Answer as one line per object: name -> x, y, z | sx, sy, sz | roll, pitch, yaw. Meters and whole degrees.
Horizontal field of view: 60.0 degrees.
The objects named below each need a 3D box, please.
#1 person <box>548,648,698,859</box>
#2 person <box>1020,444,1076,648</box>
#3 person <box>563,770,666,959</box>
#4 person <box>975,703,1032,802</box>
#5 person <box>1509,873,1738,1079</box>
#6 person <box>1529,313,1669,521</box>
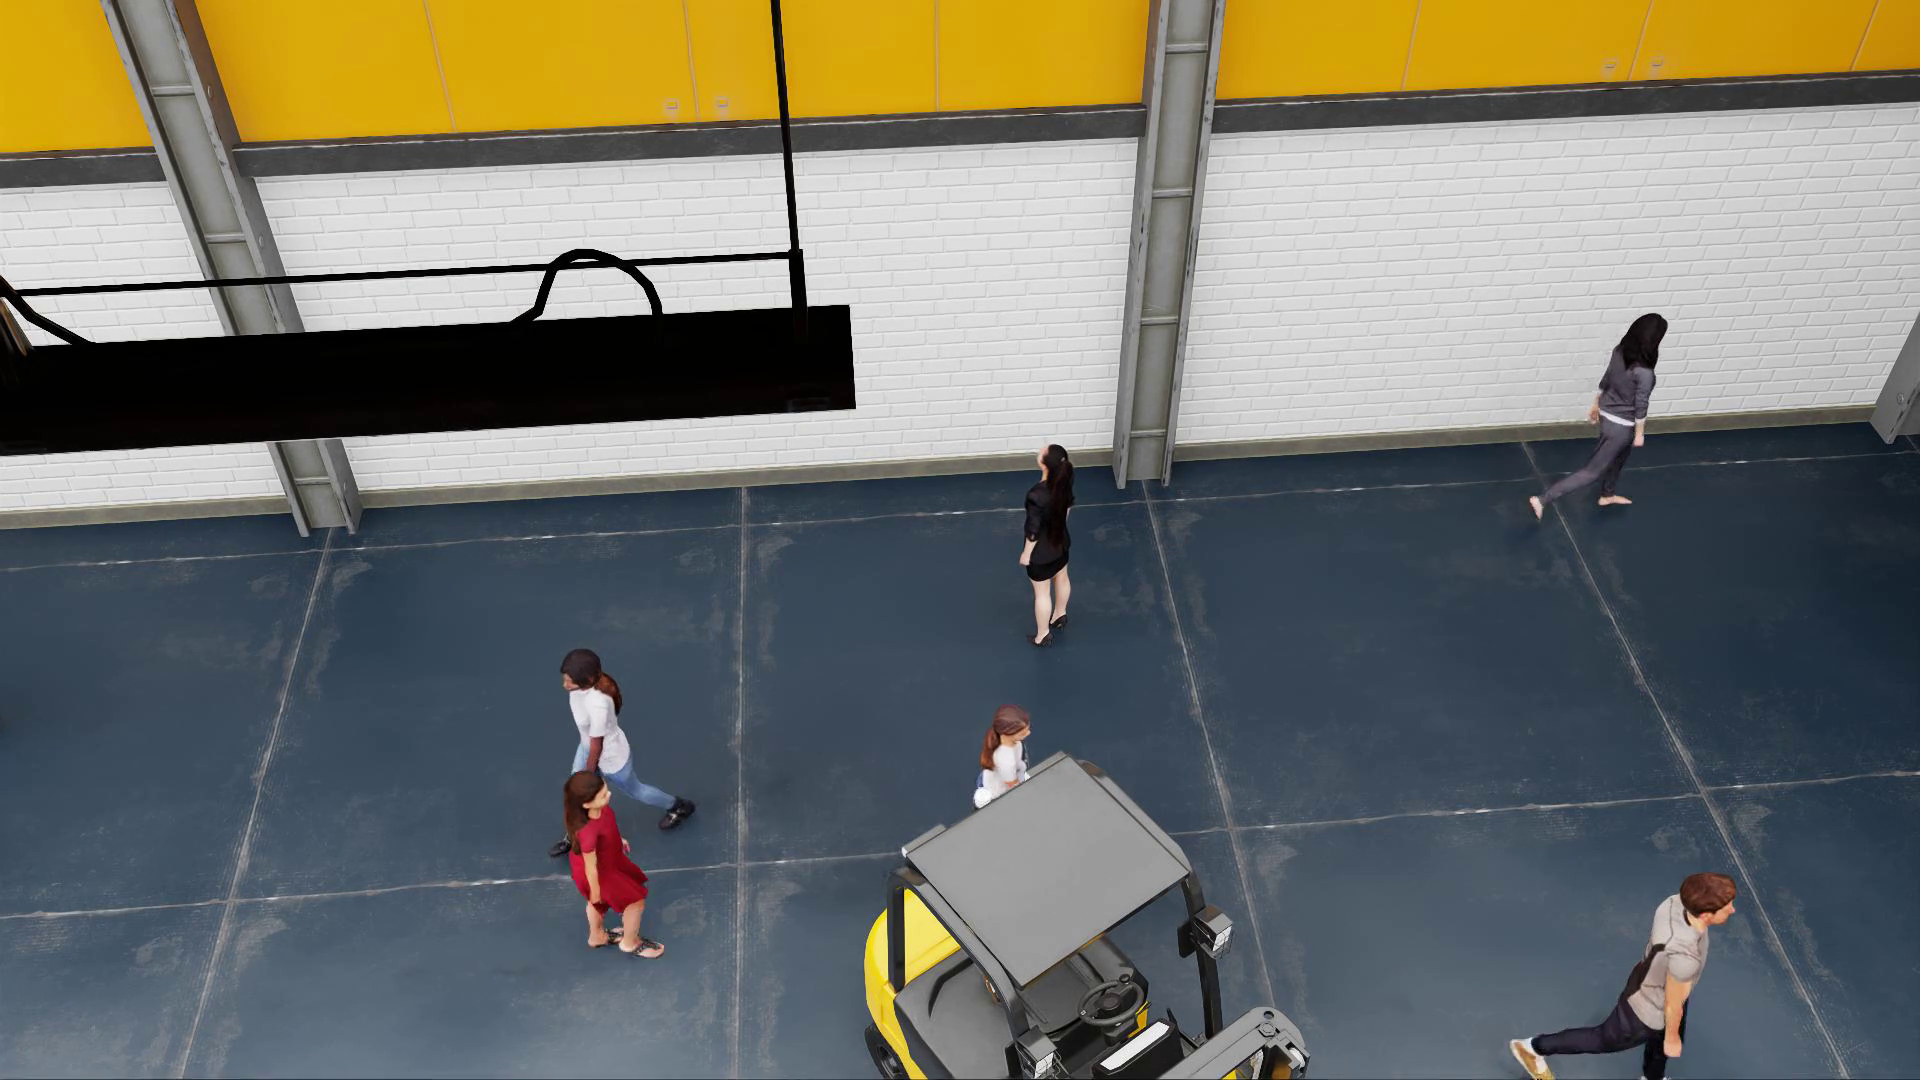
person -> -1.952, 1.216, 9.571 | 1.188, 1.678, 0.925 | -22, 48, -22
person -> 0.583, 0.031, 10.802 | 0.735, 1.696, 0.673 | 31, 51, 28
person -> -2.041, 1.781, 9.080 | 0.687, 1.538, 0.590 | -11, 45, -11
person -> 0.169, 1.454, 9.423 | 0.617, 1.539, 0.564 | -1, 44, -1
person -> 3.377, 2.274, 8.330 | 1.294, 1.858, 1.063 | 19, 47, 19
person -> 4.509, -0.801, 11.653 | 1.109, 1.727, 0.635 | -6, 44, -6
